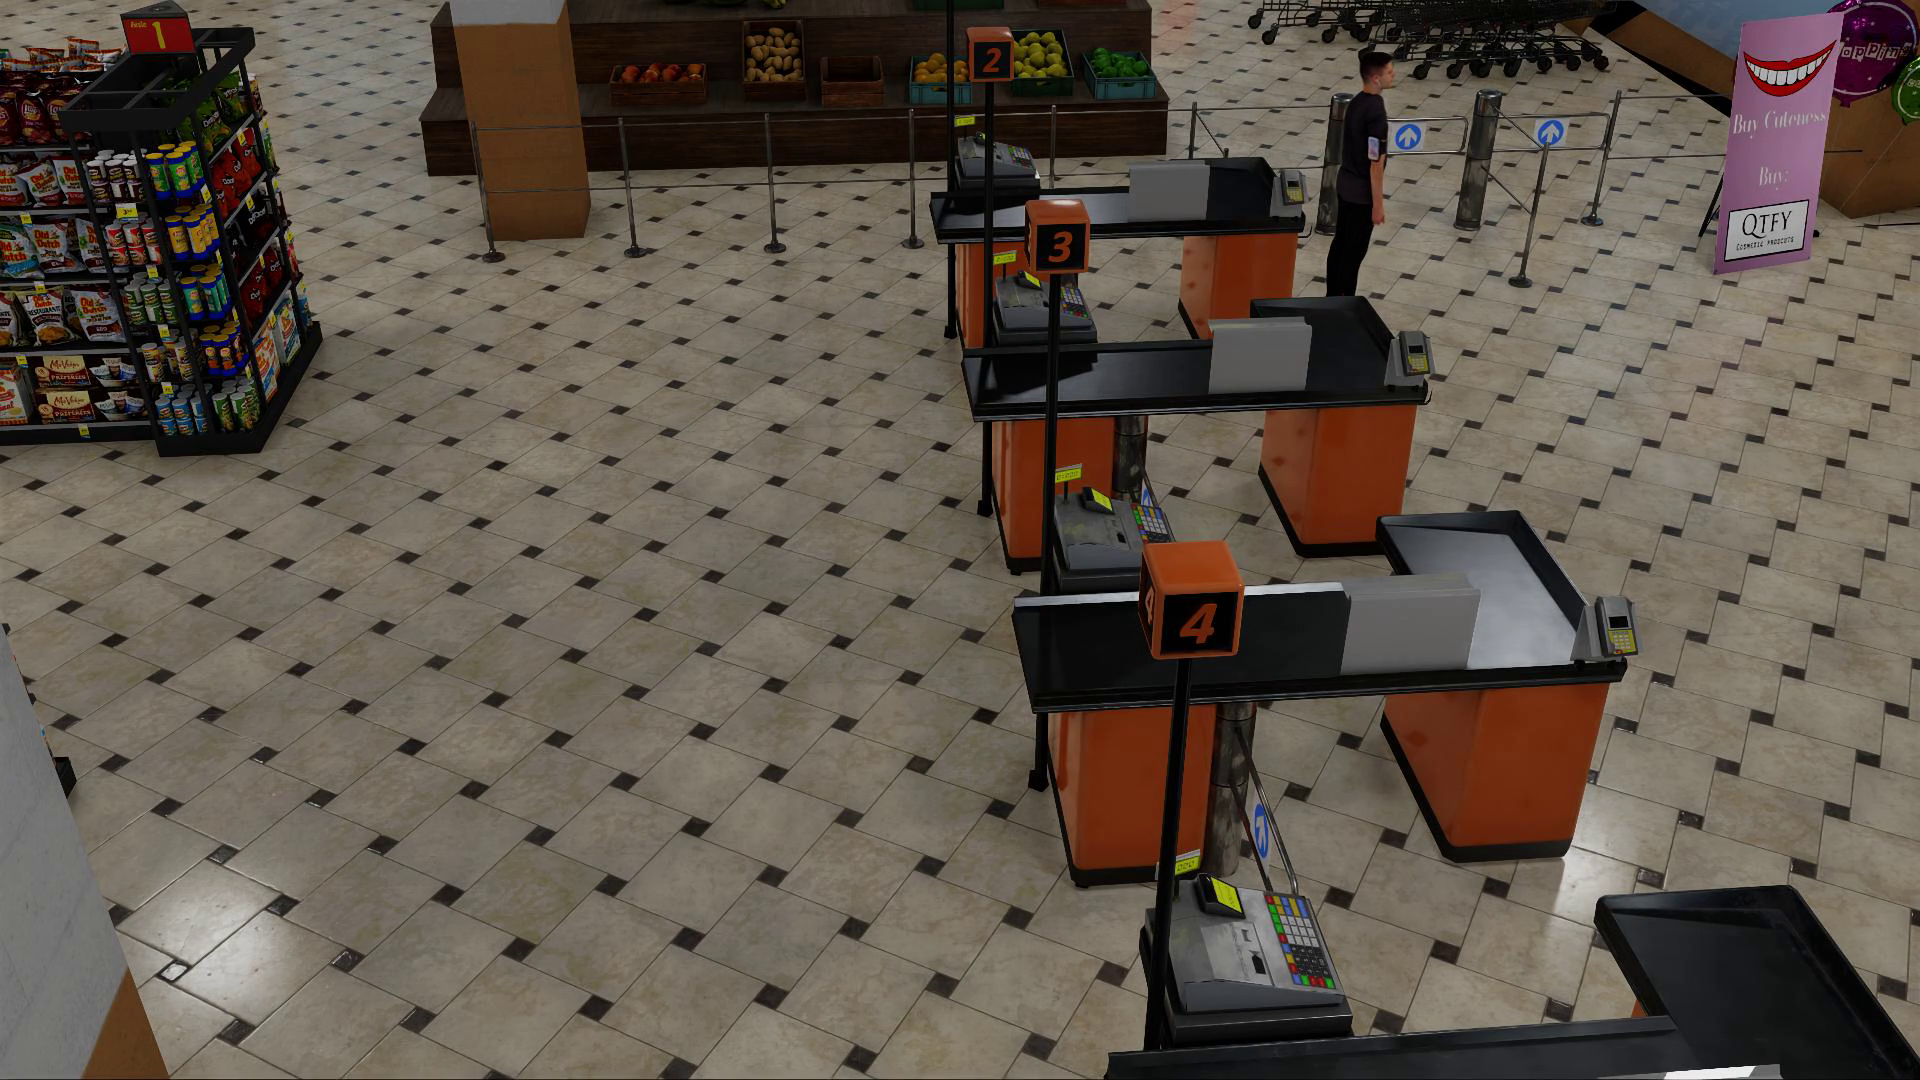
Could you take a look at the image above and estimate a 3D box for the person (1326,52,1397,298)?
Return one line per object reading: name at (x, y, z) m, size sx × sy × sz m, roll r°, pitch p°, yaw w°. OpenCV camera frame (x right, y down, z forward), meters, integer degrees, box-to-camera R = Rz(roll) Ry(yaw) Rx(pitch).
person at (2.529, -2.203, 10.532) m, size 0.529 × 1.764 × 0.630 m, roll -2°, pitch 32°, yaw -4°
